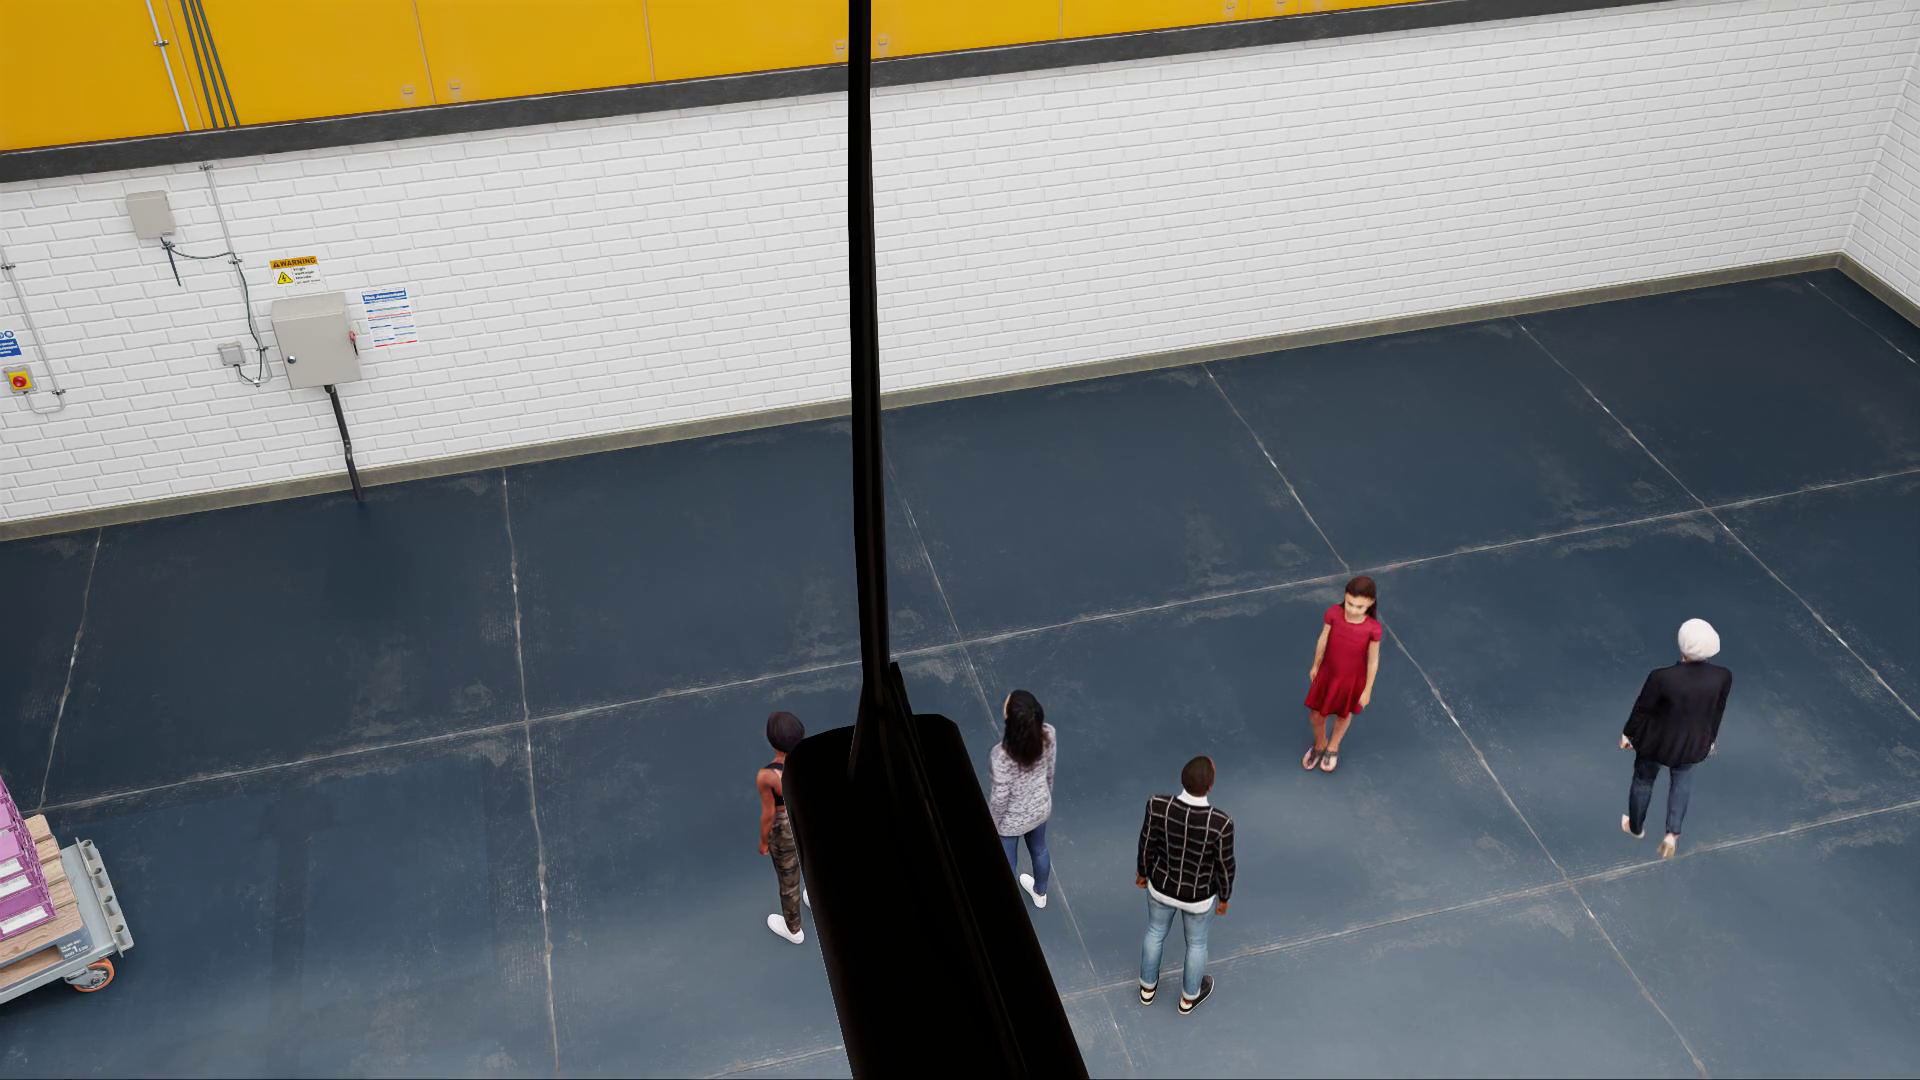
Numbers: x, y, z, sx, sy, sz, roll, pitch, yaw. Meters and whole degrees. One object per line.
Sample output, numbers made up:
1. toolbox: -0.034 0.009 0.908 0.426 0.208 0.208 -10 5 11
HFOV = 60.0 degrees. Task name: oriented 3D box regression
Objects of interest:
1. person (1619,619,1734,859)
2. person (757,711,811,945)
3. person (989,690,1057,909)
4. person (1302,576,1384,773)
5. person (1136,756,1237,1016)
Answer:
1. person: 4.058 1.166 9.341 0.878 1.773 0.830 4 39 5
2. person: -0.921 1.580 9.196 0.660 1.700 0.673 -30 48 -32
3. person: 0.338 1.495 9.277 0.680 1.733 0.657 -26 45 -29
4. person: 2.401 0.781 10.323 0.716 1.544 0.777 17 41 20
5. person: 1.169 1.826 8.794 0.740 1.819 0.763 14 41 17
